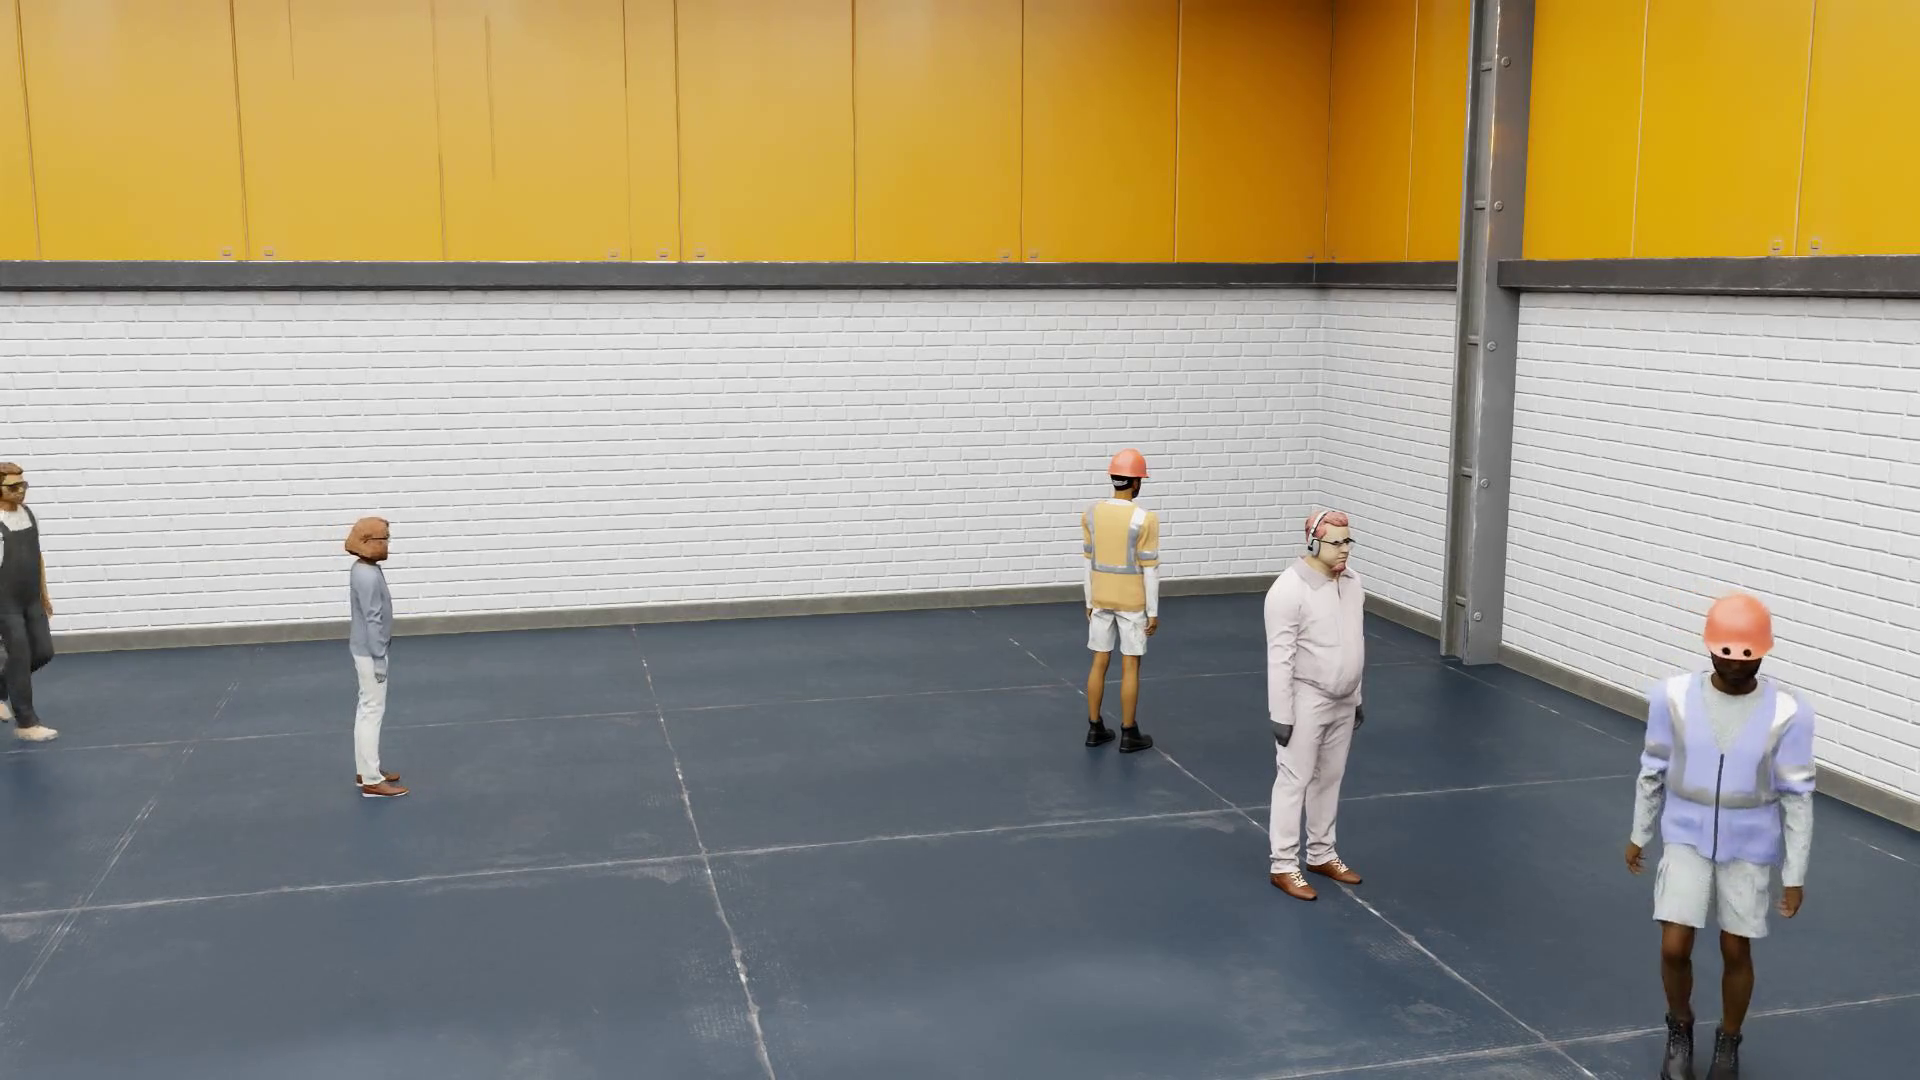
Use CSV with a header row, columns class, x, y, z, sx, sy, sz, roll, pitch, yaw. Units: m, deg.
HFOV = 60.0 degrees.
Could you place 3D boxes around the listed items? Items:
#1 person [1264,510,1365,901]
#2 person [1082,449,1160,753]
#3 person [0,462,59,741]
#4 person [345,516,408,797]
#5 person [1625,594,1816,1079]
class,x,y,z,sx,sy,sz,roll,pitch,yaw
person,1.760,0.794,8.115,0.644,1.903,0.401,-8,12,-40
person,1.036,0.385,10.573,0.541,1.932,0.382,6,11,35
person,-6.183,0.395,10.794,0.573,1.833,0.523,2,9,12
person,-3.416,0.671,9.698,0.266,1.631,0.507,-4,10,-24
person,2.760,1.118,6.076,0.633,1.904,0.540,5,10,29
